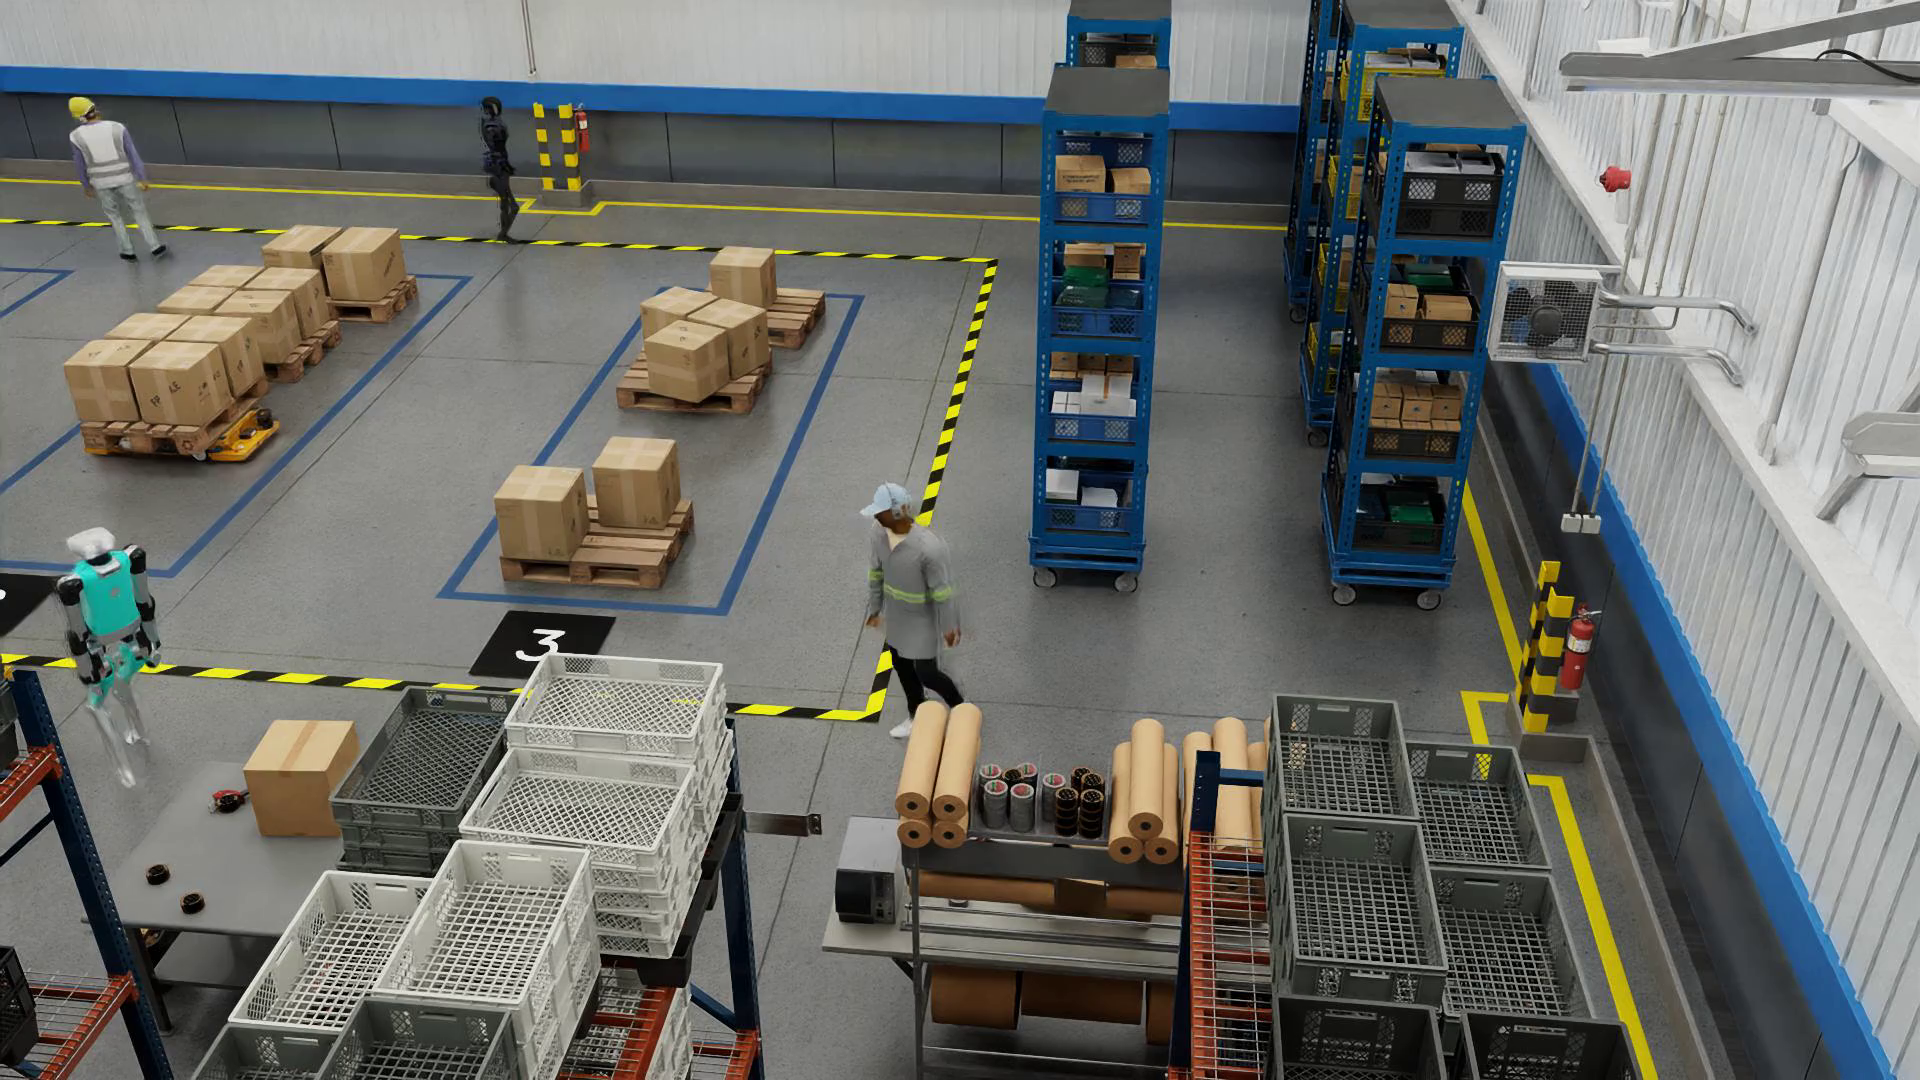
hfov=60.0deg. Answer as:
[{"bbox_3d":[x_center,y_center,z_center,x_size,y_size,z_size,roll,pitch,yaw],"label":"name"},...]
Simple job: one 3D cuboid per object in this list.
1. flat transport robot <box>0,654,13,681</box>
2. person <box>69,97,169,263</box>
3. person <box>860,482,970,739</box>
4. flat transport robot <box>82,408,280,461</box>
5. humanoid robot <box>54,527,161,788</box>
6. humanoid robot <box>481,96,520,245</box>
[{"bbox_3d":[-7.142,0.969,11.010,1.431,0.231,0.659,3,30,6],"label":"flat transport robot"},{"bbox_3d":[-9.062,-3.850,17.777,0.645,1.784,0.447,-16,34,-25],"label":"person"},{"bbox_3d":[-0.283,0.449,10.367,0.660,1.816,0.542,25,38,36],"label":"person"},{"bbox_3d":[-6.681,-0.942,14.263,1.431,0.197,0.652,3,30,6],"label":"flat transport robot"},{"bbox_3d":[-5.217,0.669,10.097,0.820,1.794,0.530,18,35,28],"label":"humanoid robot"},{"bbox_3d":[-5.039,-4.050,18.232,0.387,1.650,0.607,-2,30,-3],"label":"humanoid robot"}]
